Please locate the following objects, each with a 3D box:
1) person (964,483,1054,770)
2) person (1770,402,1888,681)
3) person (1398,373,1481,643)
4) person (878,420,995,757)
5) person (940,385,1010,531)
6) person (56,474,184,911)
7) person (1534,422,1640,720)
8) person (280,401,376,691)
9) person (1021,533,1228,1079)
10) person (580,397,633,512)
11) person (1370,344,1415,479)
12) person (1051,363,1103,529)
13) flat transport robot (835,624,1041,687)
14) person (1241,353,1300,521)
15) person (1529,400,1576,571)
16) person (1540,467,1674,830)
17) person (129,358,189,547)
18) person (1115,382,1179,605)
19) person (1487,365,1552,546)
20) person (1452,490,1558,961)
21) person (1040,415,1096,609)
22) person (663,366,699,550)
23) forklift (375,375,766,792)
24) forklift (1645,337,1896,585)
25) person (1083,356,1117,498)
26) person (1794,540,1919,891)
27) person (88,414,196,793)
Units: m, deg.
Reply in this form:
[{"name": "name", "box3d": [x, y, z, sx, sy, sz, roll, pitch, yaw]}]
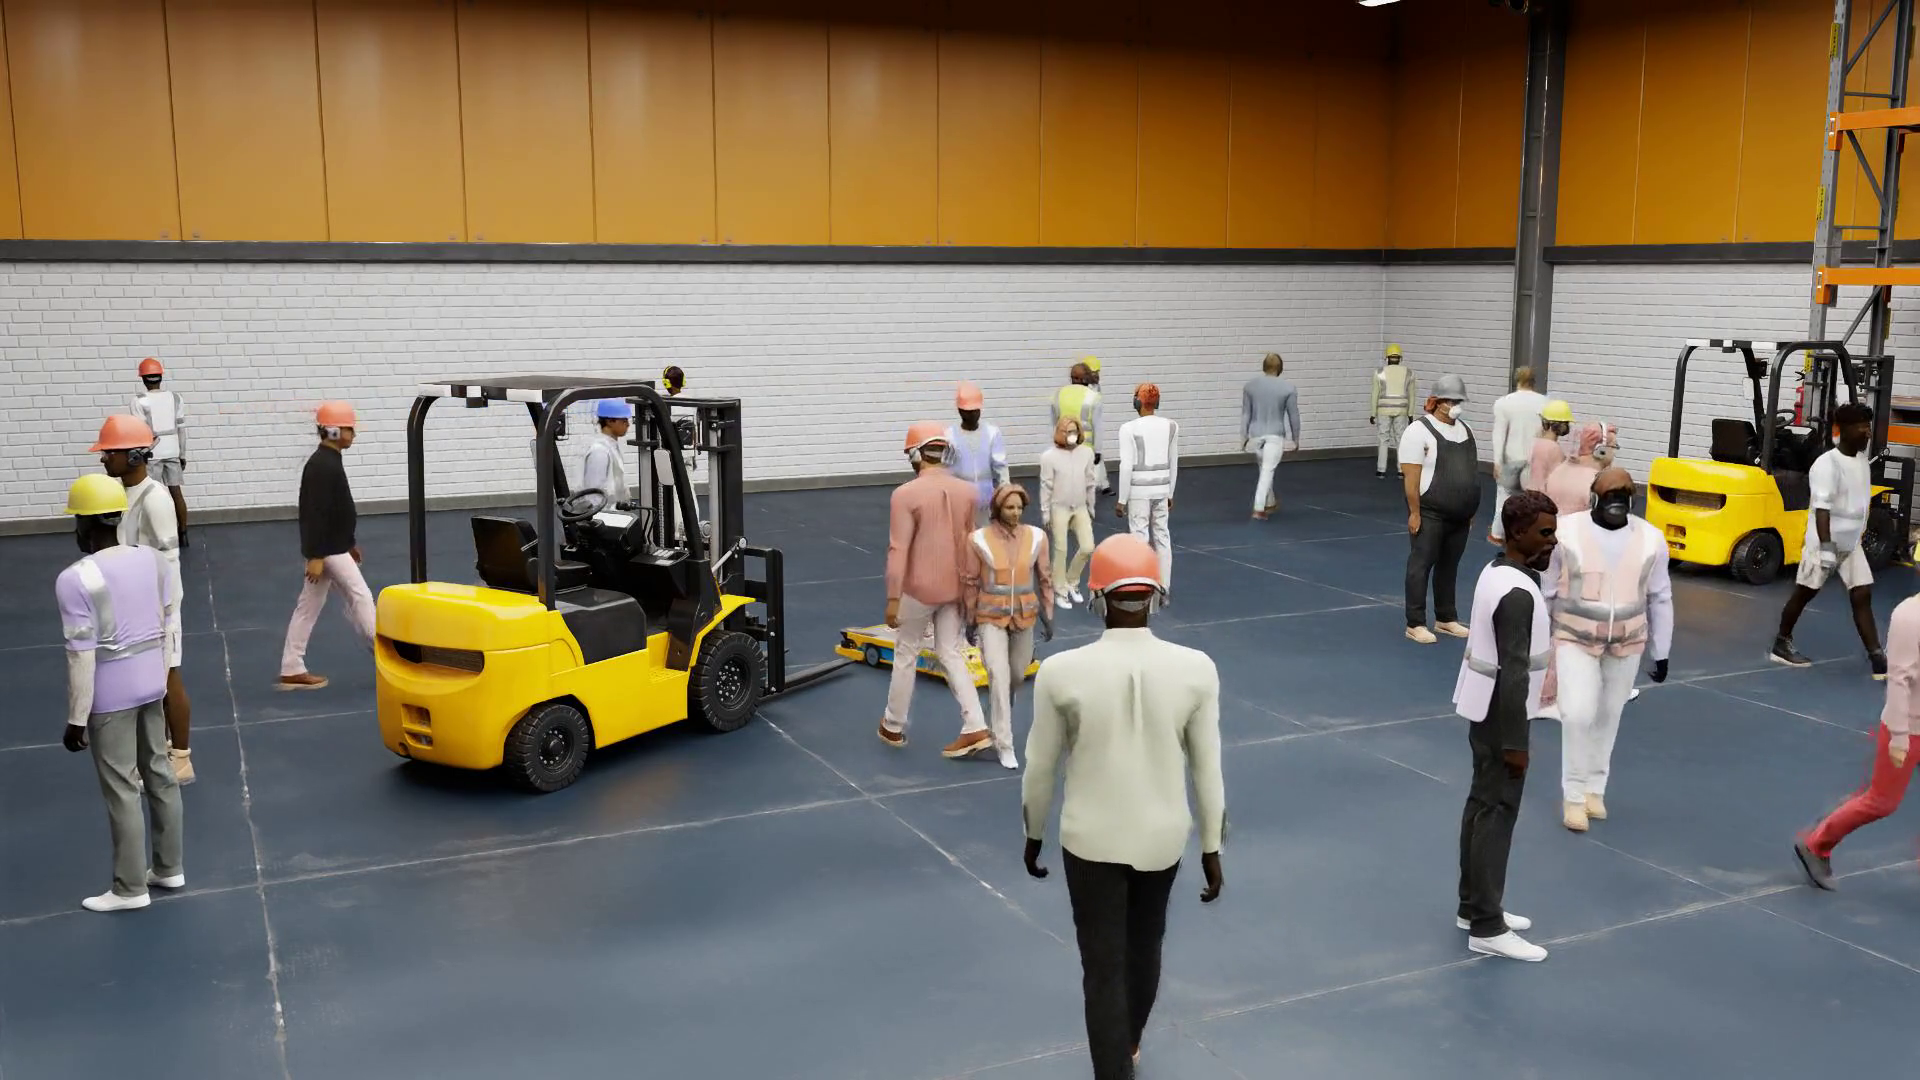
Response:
[{"name": "person", "box3d": [0.263, 0.447, 9.653, 0.522, 1.608, 0.797, -2, 9, -14]}, {"name": "person", "box3d": [6.097, 0.003, 11.475, 0.621, 1.907, 1.023, -5, 11, -30]}, {"name": "person", "box3d": [3.684, -0.247, 12.614, 0.684, 2.000, 0.538, -6, 11, -31]}, {"name": "person", "box3d": [-0.143, 0.288, 9.631, 0.680, 1.943, 0.868, -8, 12, -39]}, {"name": "person", "box3d": [0.106, -0.324, 13.586, 0.556, 1.874, 1.019, -3, 10, -16]}, {"name": "person", "box3d": [-3.690, 0.668, 7.285, 0.380, 1.928, 0.586, 3, 10, 16]}, {"name": "person", "box3d": [3.980, 0.204, 10.353, 0.906, 1.866, 0.661, -1, 9, -5]}, {"name": "person", "box3d": [-4.108, 0.041, 11.154, 1.036, 1.930, 0.632, -4, 10, -23]}, {"name": "person", "box3d": [0.505, 0.941, 5.519, 0.639, 1.952, 0.915, -1, 9, -9]}, {"name": "person", "box3d": [-2.462, -0.112, 12.205, 0.972, 1.896, 0.633, -1, 9, -5]}, {"name": "person", "box3d": [5.849, -1.739, 22.525, 0.600, 1.827, 0.404, 0, 9, 2]}, {"name": "person", "box3d": [1.247, -0.991, 17.909, 0.640, 1.829, 0.558, 6, 11, 33]}, {"name": "flat transport robot", "box3d": [-0.173, 0.776, 11.746, 1.431, 0.197, 0.652, 9, 13, 44]}, {"name": "person", "box3d": [3.510, -1.173, 18.881, 0.650, 1.887, 1.032, 6, 11, 32]}, {"name": "person", "box3d": [4.766, -0.245, 13.454, 0.329, 1.767, 0.528, 0, 9, 1]}, {"name": "person", "box3d": [3.236, 0.551, 8.330, 0.661, 1.821, 0.659, 1, 9, 6]}, {"name": "person", "box3d": [-8.084, -0.863, 16.767, 0.373, 1.933, 0.550, 7, 11, 35]}, {"name": "person", "box3d": [1.556, -0.370, 13.870, 0.574, 1.883, 0.360, -5, 10, -27]}, {"name": "person", "box3d": [5.597, -0.803, 16.588, 0.635, 1.881, 1.039, 0, 9, 0]}, {"name": "person", "box3d": [2.240, 0.742, 6.866, 0.397, 1.917, 0.590, 2, 9, 11]}, {"name": "person", "box3d": [0.910, -0.227, 13.782, 0.531, 1.618, 0.354, -4, 10, -21]}, {"name": "person", "box3d": [-2.828, -0.809, 16.657, 0.327, 1.865, 0.520, 5, 11, 30]}, {"name": "forklift", "box3d": [-2.268, 0.149, 9.685, 1.214, 2.155, 2.313, 6, 11, 32]}, {"name": "forklift", "box3d": [7.551, -0.789, 15.507, 2.313, 2.155, 1.214, -4, 10, -25]}, {"name": "person", "box3d": [1.536, -1.408, 20.695, 0.958, 1.772, 0.647, 8, 12, 40]}, {"name": "person", "box3d": [4.106, 0.779, 7.209, 0.534, 1.731, 0.842, -5, 11, -30]}, {"name": "person", "box3d": [-4.404, 0.341, 8.960, 0.394, 2.044, 0.609, -9, 13, -43]}]
